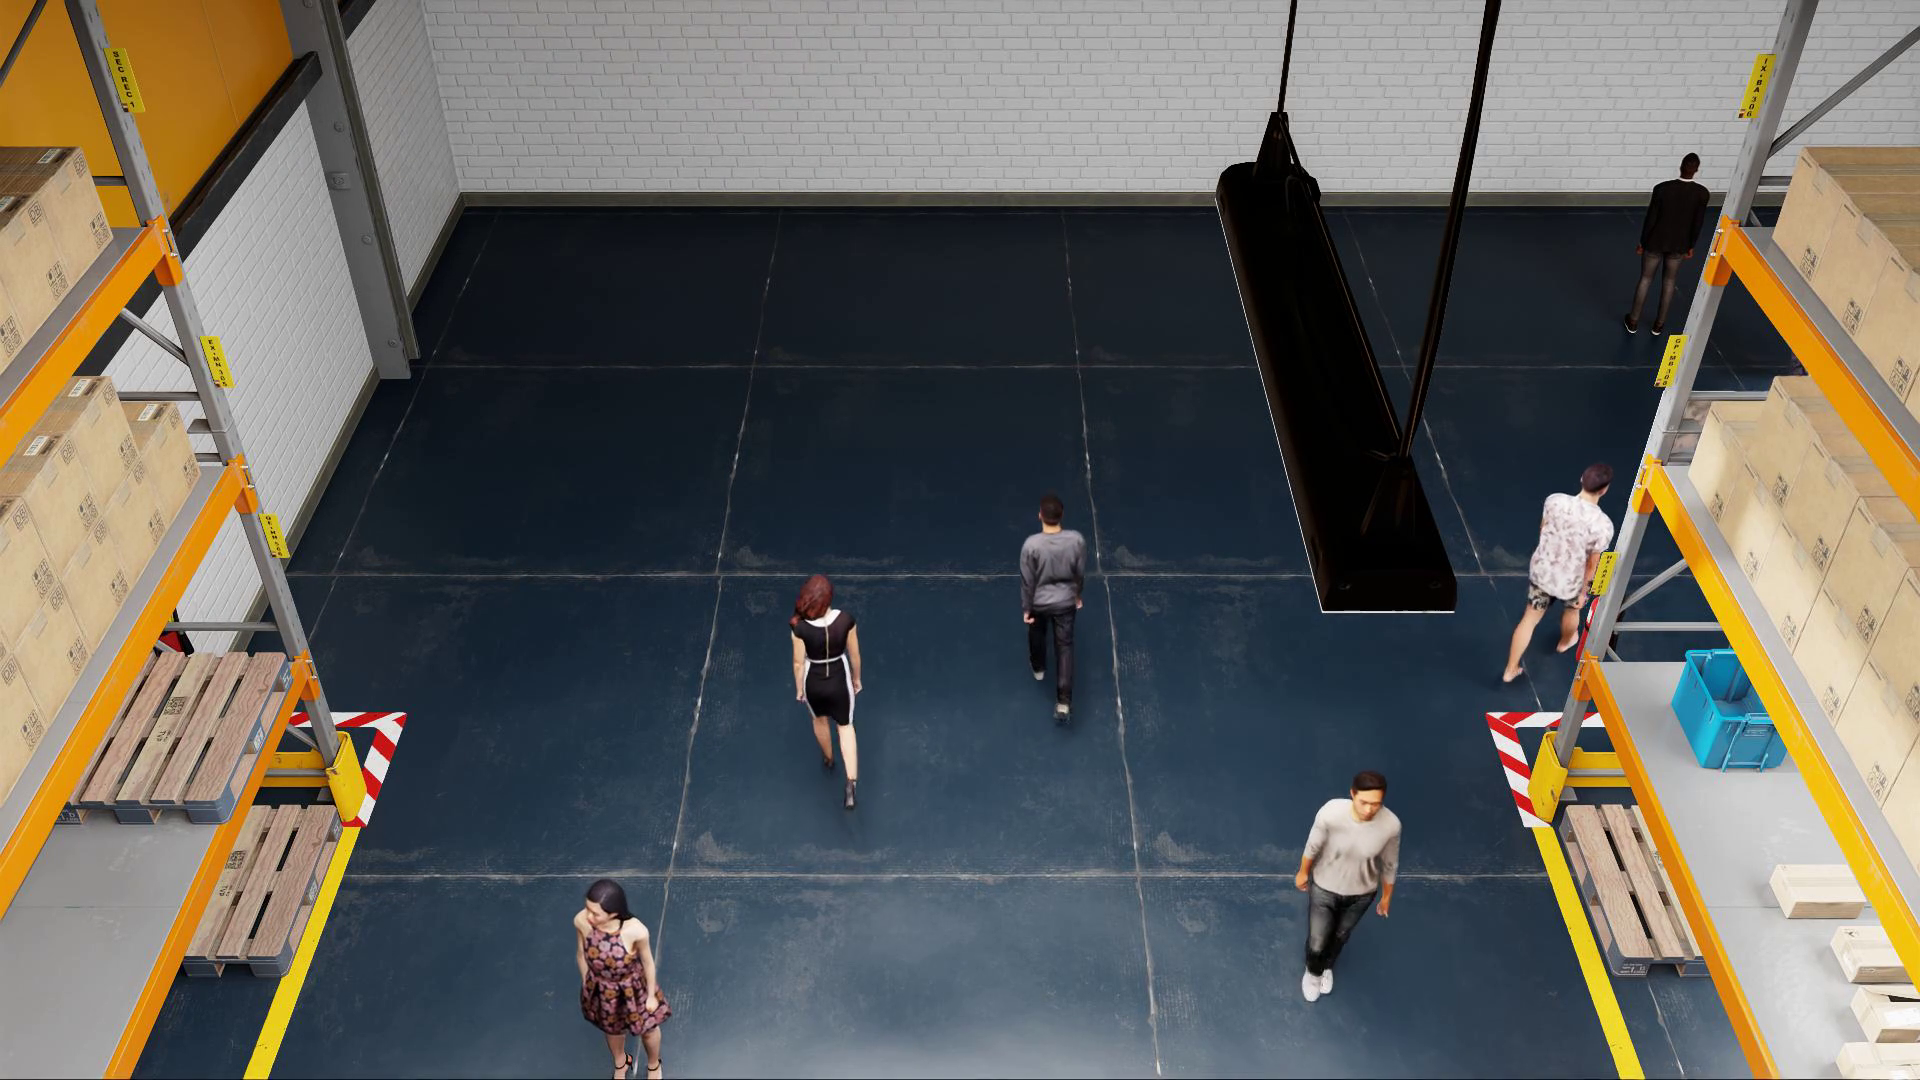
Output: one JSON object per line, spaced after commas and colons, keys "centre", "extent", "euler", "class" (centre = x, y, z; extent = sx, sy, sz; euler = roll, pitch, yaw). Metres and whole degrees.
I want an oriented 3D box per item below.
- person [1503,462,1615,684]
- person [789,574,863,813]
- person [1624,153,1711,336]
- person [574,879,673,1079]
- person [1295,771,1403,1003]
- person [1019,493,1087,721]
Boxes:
{"centre": [4.133, 0.262, 11.571], "extent": [1.101, 1.780, 1.209], "euler": [28, 46, 30], "class": "person"}
{"centre": [-0.830, 0.999, 10.651], "extent": [0.737, 1.776, 1.056], "euler": [-9, 39, -11], "class": "person"}
{"centre": [6.503, -2.719, 15.287], "extent": [0.705, 1.800, 0.642], "euler": [9, 39, 11], "class": "person"}
{"centre": [-1.810, 2.407, 8.890], "extent": [0.710, 1.773, 0.720], "euler": [7, 39, 8], "class": "person"}
{"centre": [2.189, 1.890, 9.514], "extent": [0.704, 1.803, 0.645], "euler": [4, 39, 5], "class": "person"}
{"centre": [0.645, 0.462, 11.355], "extent": [0.682, 1.737, 1.097], "euler": [-4, 39, -5], "class": "person"}
